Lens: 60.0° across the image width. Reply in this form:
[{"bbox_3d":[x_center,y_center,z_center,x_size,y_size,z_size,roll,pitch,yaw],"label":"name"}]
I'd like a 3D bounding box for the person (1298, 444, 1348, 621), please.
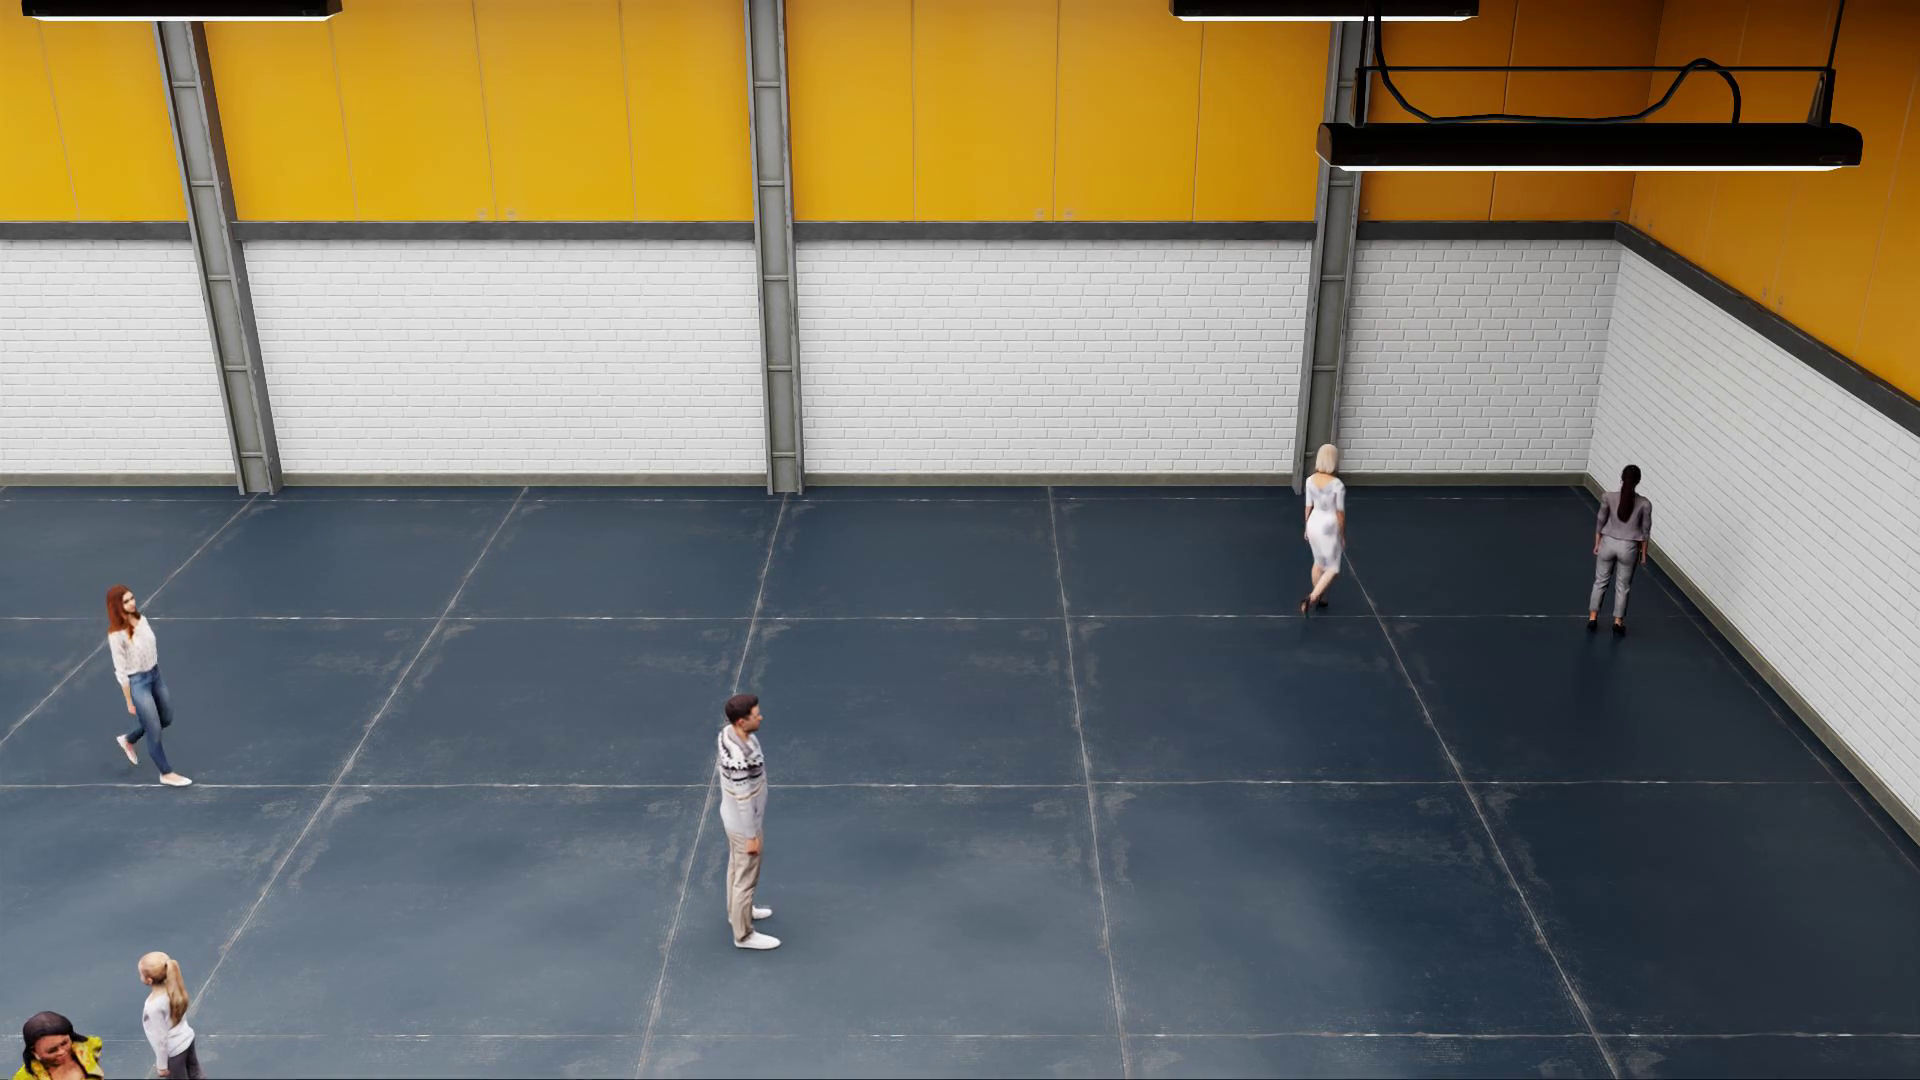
[{"bbox_3d":[3.406,-0.041,15.619,0.987,1.735,0.921,-22,32,-40],"label":"person"}]

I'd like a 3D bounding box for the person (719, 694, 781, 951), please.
[{"bbox_3d":[-1.456,1.852,11.134,0.648,1.860,0.741,-6,24,-14],"label":"person"}]

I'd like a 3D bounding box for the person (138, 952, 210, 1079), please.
[{"bbox_3d":[-4.473,2.887,9.491,0.476,1.278,0.483,0,24,0],"label":"person"}]

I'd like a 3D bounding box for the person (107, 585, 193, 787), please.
[{"bbox_3d":[-6.429,1.136,12.952,0.967,1.715,0.722,6,24,13],"label":"person"}]

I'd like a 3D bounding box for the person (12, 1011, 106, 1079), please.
[{"bbox_3d":[-4.630,3.089,8.595,1.258,1.626,1.116,13,27,27],"label":"person"}]

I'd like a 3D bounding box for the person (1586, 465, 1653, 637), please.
[{"bbox_3d":[6.086,0.100,15.369,0.690,1.677,0.790,14,27,29],"label":"person"}]
